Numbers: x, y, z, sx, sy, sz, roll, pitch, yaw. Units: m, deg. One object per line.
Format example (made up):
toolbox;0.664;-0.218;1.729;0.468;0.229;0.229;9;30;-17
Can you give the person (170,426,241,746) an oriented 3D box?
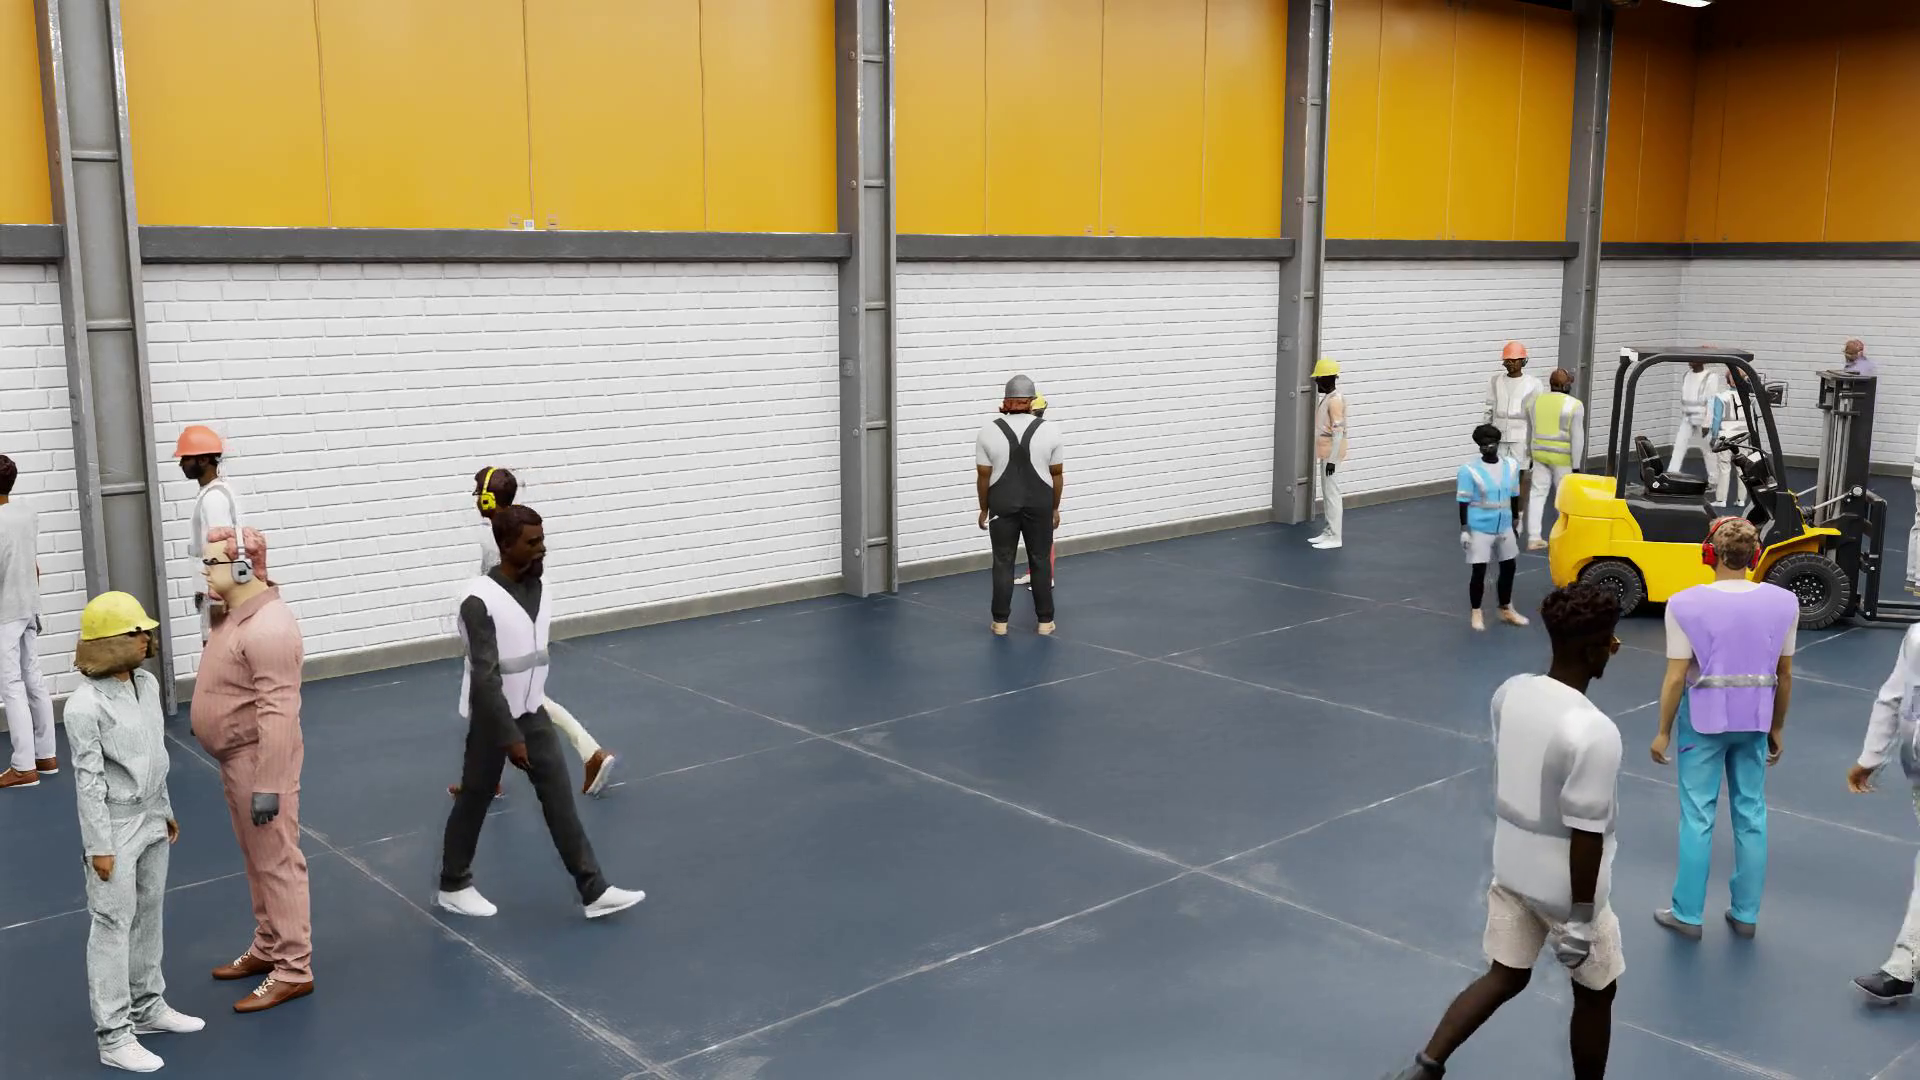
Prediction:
person;-4.532;0.280;10.075;0.387;1.928;0.579;-4;10;-22

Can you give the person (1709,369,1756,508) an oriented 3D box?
person;9.022;-1.183;19.437;0.514;1.641;0.315;-1;10;-4

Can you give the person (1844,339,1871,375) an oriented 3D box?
person;11.566;-1.663;21.588;0.396;1.874;0.827;5;11;29

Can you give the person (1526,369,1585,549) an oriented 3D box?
person;6.006;-0.804;16.718;0.519;1.844;0.643;-8;12;-39

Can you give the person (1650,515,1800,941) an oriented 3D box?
person;3.270;0.815;7.132;0.563;1.847;0.388;0;10;0

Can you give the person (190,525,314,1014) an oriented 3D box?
person;-2.797;0.884;6.561;0.407;1.908;0.641;-7;12;-34

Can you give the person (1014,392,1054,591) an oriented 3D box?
person;0.647;-0.435;14.697;0.326;1.765;0.533;-4;11;-23

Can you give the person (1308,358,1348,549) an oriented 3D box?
person;3.701;-0.870;16.772;0.385;1.922;0.594;1;10;6

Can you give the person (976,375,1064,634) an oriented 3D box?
person;0.465;-0.280;12.978;0.675;2.000;0.537;0;10;3

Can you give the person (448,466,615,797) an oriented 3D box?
person;-2.335;0.512;8.954;0.874;1.842;0.524;2;10;12

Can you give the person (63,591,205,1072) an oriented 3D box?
person;-3.026;1.046;6.080;0.286;1.746;0.490;0;10;3

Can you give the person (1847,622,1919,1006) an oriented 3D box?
person;3.842;0.935;6.584;0.863;1.797;0.609;-2;10;-14

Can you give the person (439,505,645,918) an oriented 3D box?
person;-1.919;0.778;7.286;1.006;1.866;0.591;4;10;22

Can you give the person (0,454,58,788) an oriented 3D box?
person;-5.295;0.443;9.247;0.328;1.872;0.513;0;10;0

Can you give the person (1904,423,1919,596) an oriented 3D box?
person;8.449;-0.444;14.406;0.355;1.882;0.576;3;10;16

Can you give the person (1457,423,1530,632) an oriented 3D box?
person;4.162;-0.098;13.020;0.645;1.658;0.343;-3;10;-17

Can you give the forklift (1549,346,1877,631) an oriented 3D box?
forklift;6.109;-0.478;13.691;2.313;2.155;1.214;3;10;16

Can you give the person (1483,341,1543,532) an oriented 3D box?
person;5.871;-1.095;17.746;0.605;2.044;0.374;7;12;34

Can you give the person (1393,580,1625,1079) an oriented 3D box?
person;1.854;1.073;5.379;0.904;1.939;0.617;-3;10;-16

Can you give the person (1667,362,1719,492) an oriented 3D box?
person;9.086;-1.473;20.590;0.974;1.829;0.596;-4;10;-21
